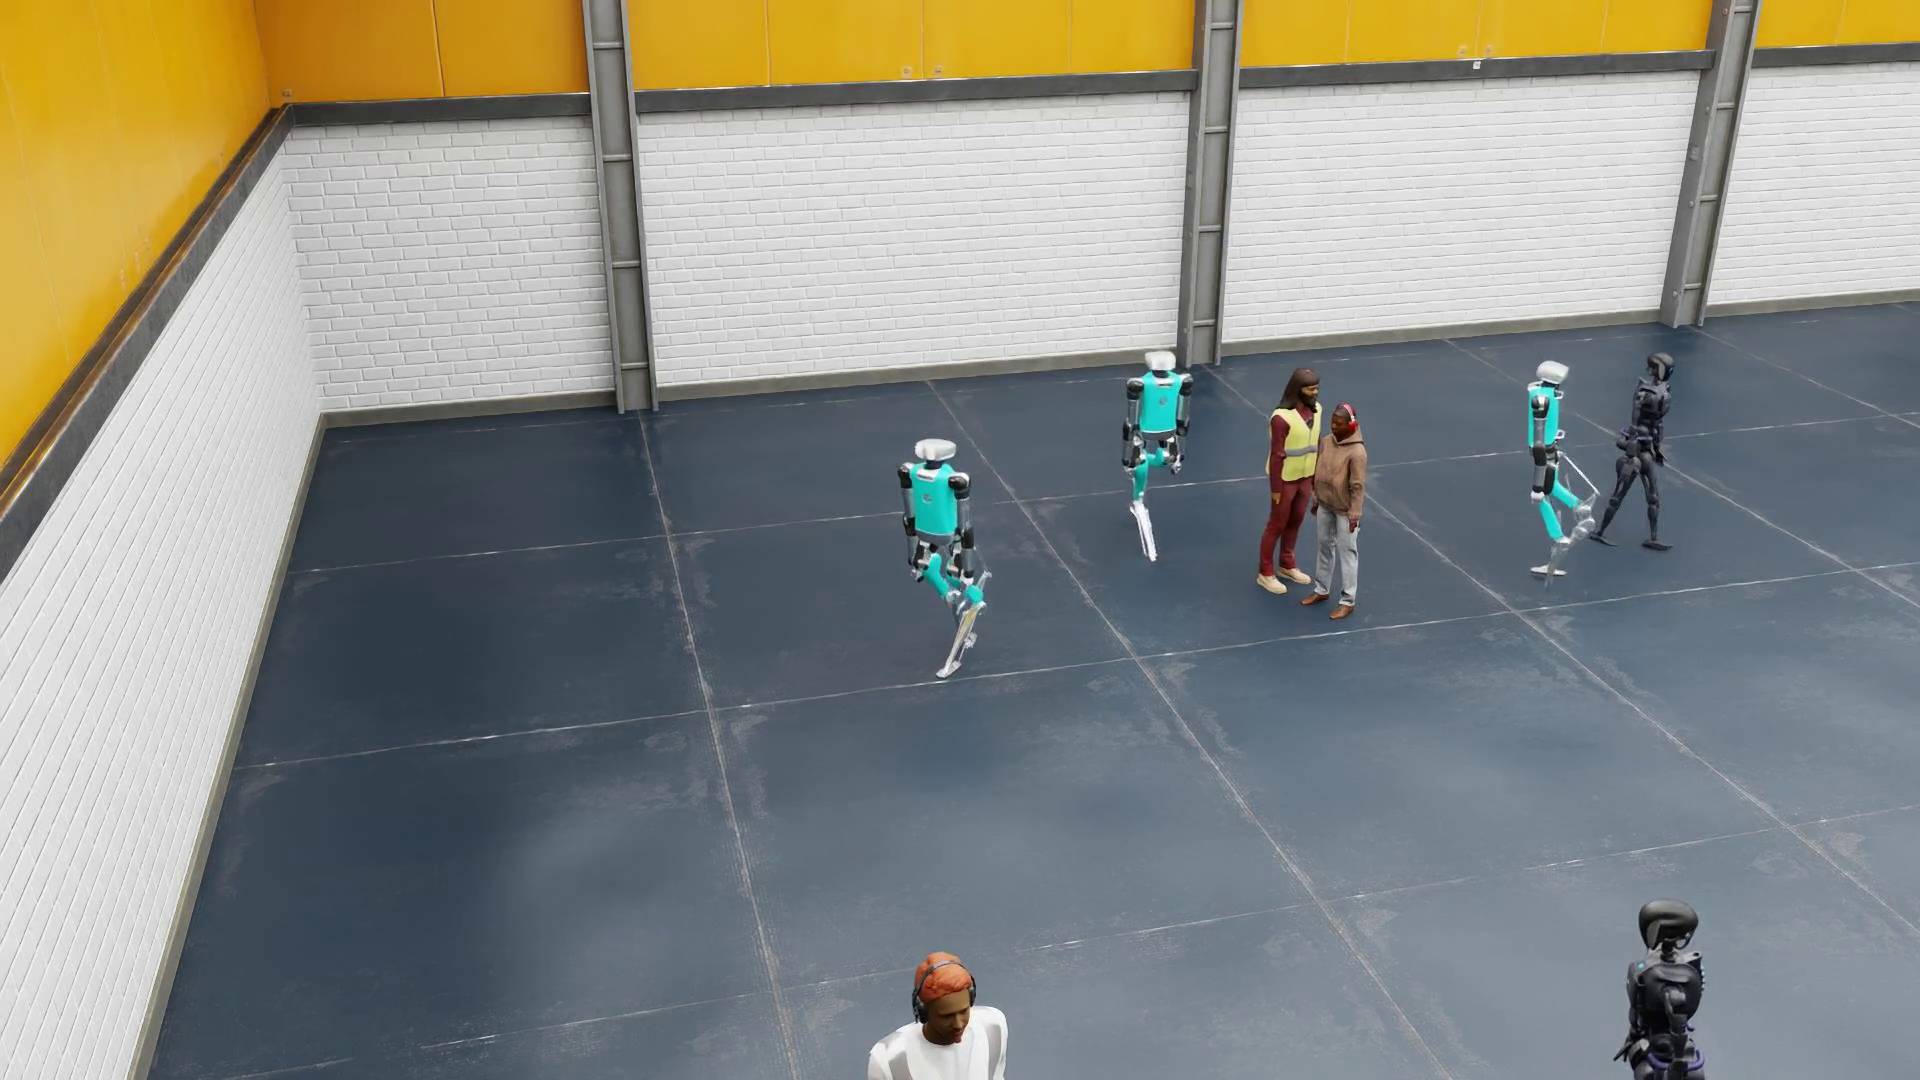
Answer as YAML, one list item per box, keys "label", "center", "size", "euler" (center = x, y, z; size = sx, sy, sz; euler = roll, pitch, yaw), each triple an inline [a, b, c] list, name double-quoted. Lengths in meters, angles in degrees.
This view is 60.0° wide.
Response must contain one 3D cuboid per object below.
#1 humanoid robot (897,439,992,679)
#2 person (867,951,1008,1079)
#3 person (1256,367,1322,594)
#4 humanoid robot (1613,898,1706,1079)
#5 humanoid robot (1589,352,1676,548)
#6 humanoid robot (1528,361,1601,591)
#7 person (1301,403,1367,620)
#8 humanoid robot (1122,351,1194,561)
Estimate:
- label: "humanoid robot"
  center: [-0.003, 0.107, 11.388]
  size: [0.547, 1.851, 0.834]
  euler: [14, 27, 29]
- label: "person"
  center: [-0.063, 2.315, 6.102]
  size: [0.573, 1.883, 0.355]
  euler: [-14, 27, -28]
- label: "person"
  center: [2.490, -0.459, 12.550]
  size: [0.471, 1.763, 0.363]
  euler: [-17, 29, -34]
- label: "humanoid robot"
  center: [2.817, 2.152, 6.779]
  size: [0.778, 1.618, 0.616]
  euler: [3, 24, 8]
- label: "humanoid robot"
  center: [5.447, -0.693, 13.201]
  size: [0.642, 1.636, 0.610]
  euler: [22, 32, 40]
- label: "humanoid robot"
  center: [4.580, -0.401, 12.577]
  size: [0.731, 1.901, 0.544]
  euler: [10, 26, 22]
- label: "person"
  center: [2.777, -0.223, 12.161]
  size: [0.308, 1.646, 0.461]
  euler: [-14, 27, -29]
- label: "humanoid robot"
  center: [1.469, -0.747, 13.337]
  size: [0.537, 1.779, 1.019]
  euler: [-5, 24, -11]
